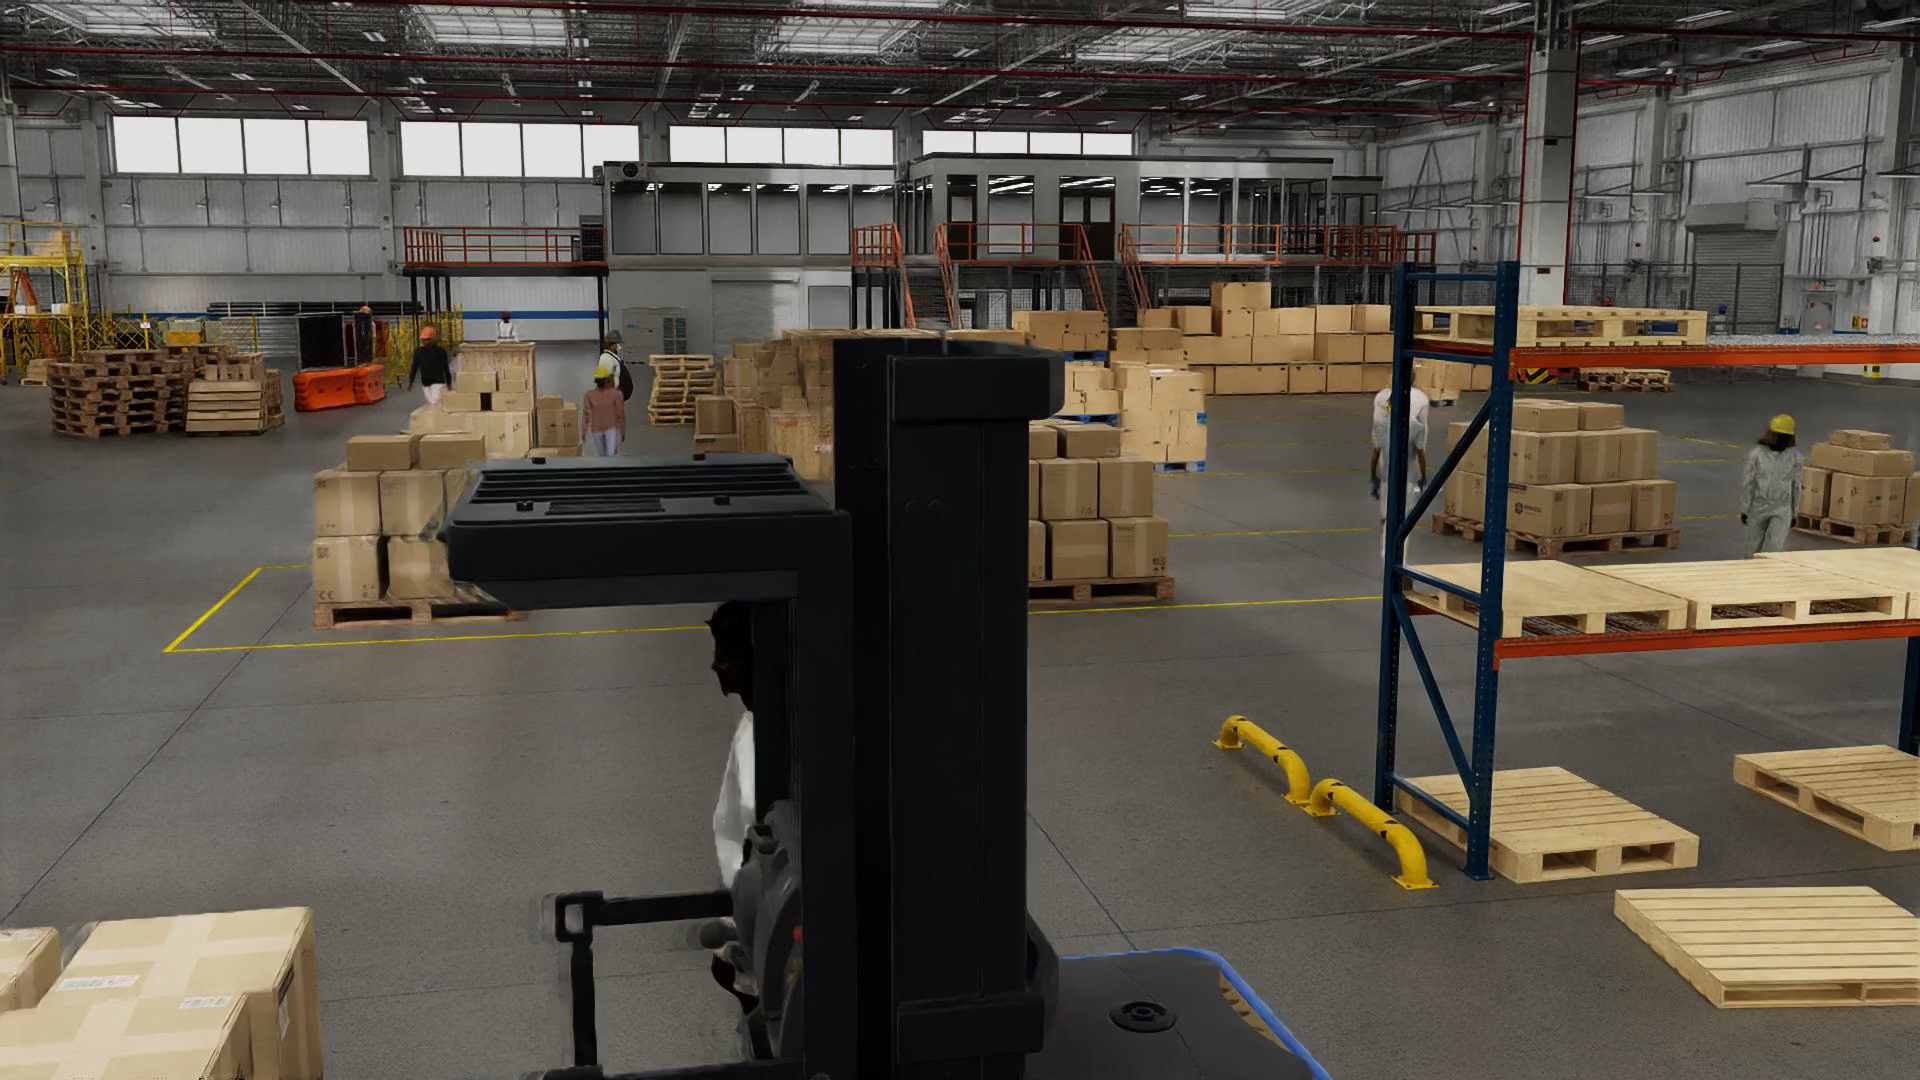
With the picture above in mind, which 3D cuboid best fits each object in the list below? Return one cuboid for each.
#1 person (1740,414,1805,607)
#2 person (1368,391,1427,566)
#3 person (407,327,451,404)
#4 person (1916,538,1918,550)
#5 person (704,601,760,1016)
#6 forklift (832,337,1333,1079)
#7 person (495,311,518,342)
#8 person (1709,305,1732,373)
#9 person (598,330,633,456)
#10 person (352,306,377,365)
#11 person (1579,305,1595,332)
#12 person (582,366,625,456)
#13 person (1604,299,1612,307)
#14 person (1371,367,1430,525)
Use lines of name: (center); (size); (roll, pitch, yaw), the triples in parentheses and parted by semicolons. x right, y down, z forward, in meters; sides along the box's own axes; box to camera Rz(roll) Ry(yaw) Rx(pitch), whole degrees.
person: (7.280, -0.289, 14.959); (0.492, 1.713, 0.718); (3, 10, 20)
person: (4.296, -0.565, 16.305); (0.574, 1.829, 0.802); (2, 10, 14)
person: (-9.337, -2.742, 29.166); (0.638, 1.949, 0.961); (3, 10, 18)
person: (10.072, -0.650, 16.570); (0.647, 1.891, 0.981); (-7, 11, -36)
person: (-0.665, 1.135, 5.533); (0.423, 1.946, 0.630); (0, 9, -2)
forklift: (-0.064, 0.918, 4.027); (1.873, 2.768, 1.129); (-2, 10, -12)
person: (-11.922, -5.070, 43.638); (0.612, 1.852, 0.854); (0, 9, -1)
person: (21.587, -5.701, 47.206); (0.602, 1.949, 0.390); (8, 12, 40)
person: (-5.375, -2.262, 25.967); (0.535, 2.000, 0.687); (-2, 9, -10)
person: (-14.960, -4.867, 41.883); (0.606, 2.038, 0.393); (1, 9, 9)
person: (18.175, -5.816, 48.039); (0.610, 1.902, 0.646); (-2, 9, -10)
person: (-4.698, -1.437, 21.921); (0.537, 1.710, 0.931); (1, 9, 3)
person: (20.393, -6.605, 52.567); (0.622, 1.995, 0.374); (-8, 12, -39)
person: (5.062, -1.072, 19.127); (0.634, 1.911, 0.743); (1, 9, 8)
